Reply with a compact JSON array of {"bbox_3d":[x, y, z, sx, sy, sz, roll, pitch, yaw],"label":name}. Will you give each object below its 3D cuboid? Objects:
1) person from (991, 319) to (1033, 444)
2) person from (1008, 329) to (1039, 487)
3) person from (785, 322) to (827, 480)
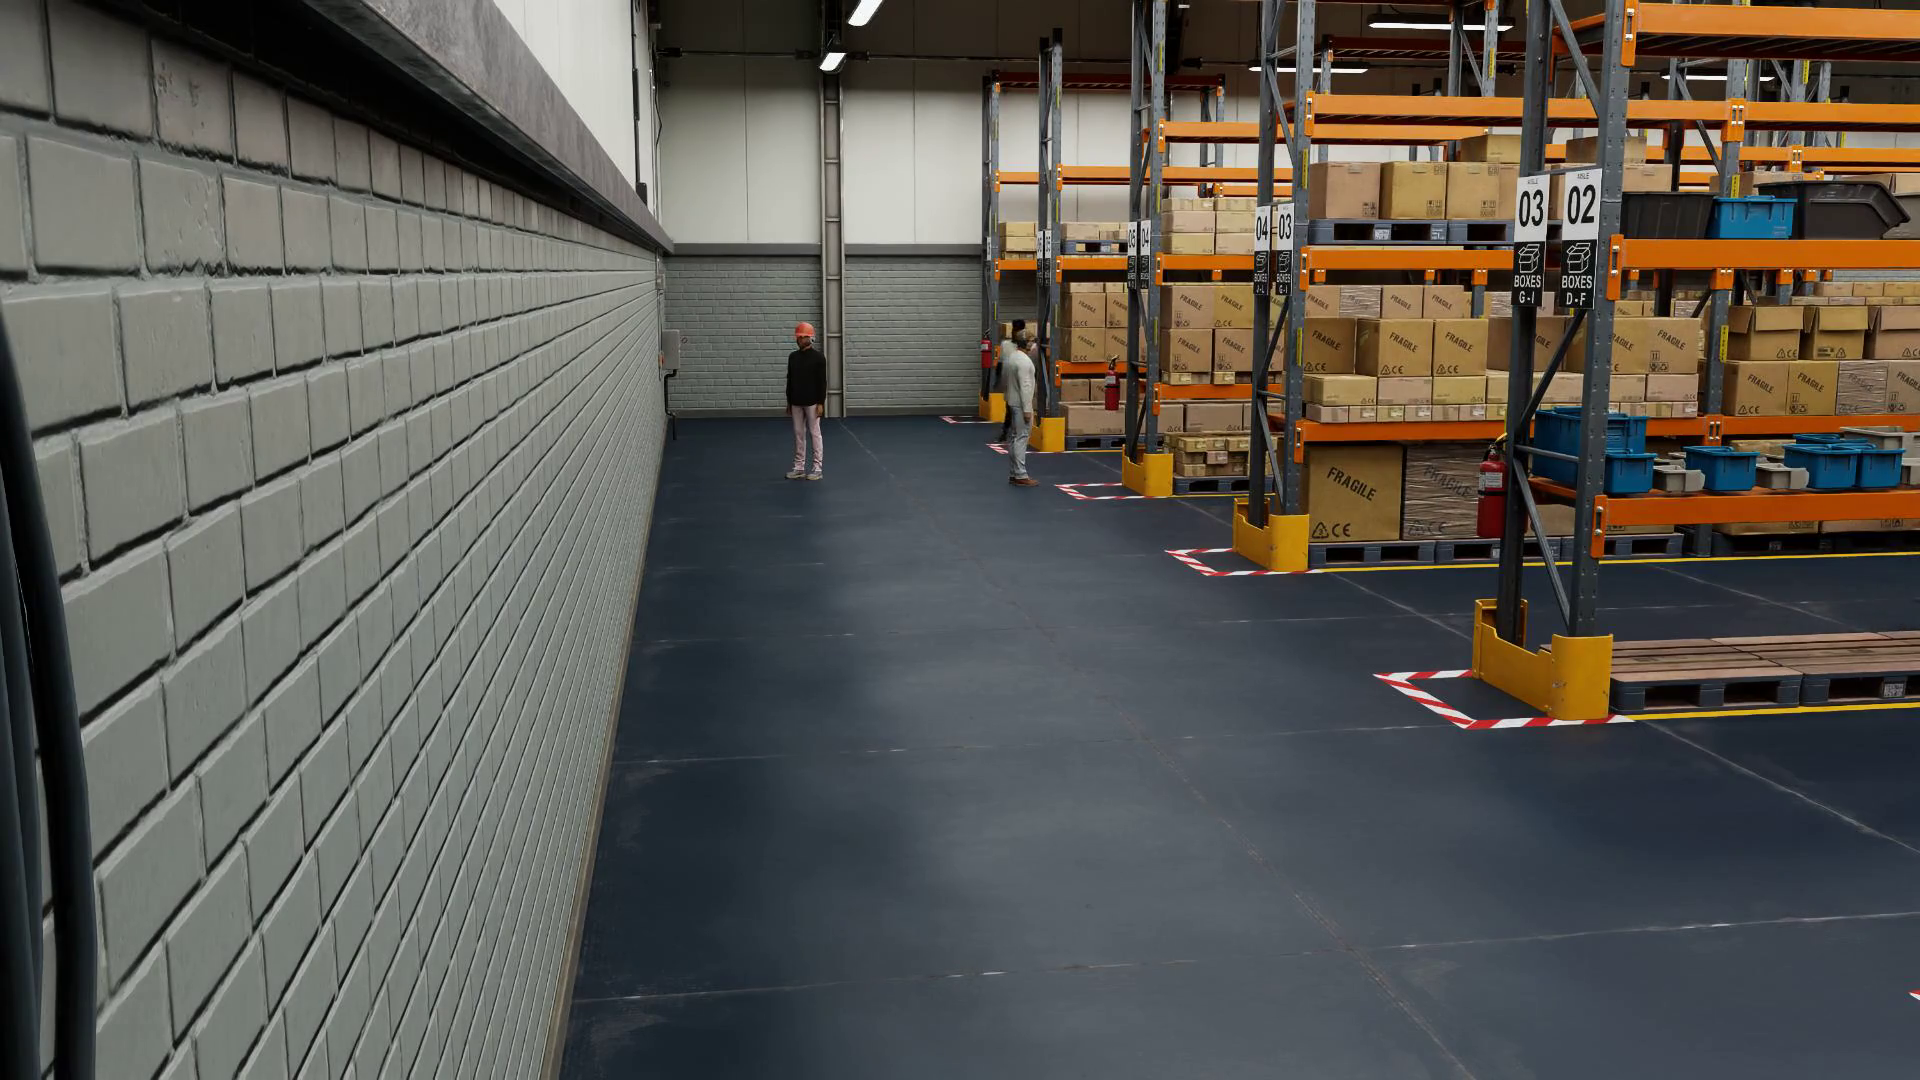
[{"bbox_3d":[0.875,-2.466,25.701,0.891,1.930,0.671,-9,13,-43],"label":"person"},{"bbox_3d":[0.772,-1.629,20.505,0.357,1.938,0.637,-1,9,-9],"label":"person"},{"bbox_3d":[-1.967,-1.761,21.145,0.612,1.997,0.375,6,11,33],"label":"person"}]
